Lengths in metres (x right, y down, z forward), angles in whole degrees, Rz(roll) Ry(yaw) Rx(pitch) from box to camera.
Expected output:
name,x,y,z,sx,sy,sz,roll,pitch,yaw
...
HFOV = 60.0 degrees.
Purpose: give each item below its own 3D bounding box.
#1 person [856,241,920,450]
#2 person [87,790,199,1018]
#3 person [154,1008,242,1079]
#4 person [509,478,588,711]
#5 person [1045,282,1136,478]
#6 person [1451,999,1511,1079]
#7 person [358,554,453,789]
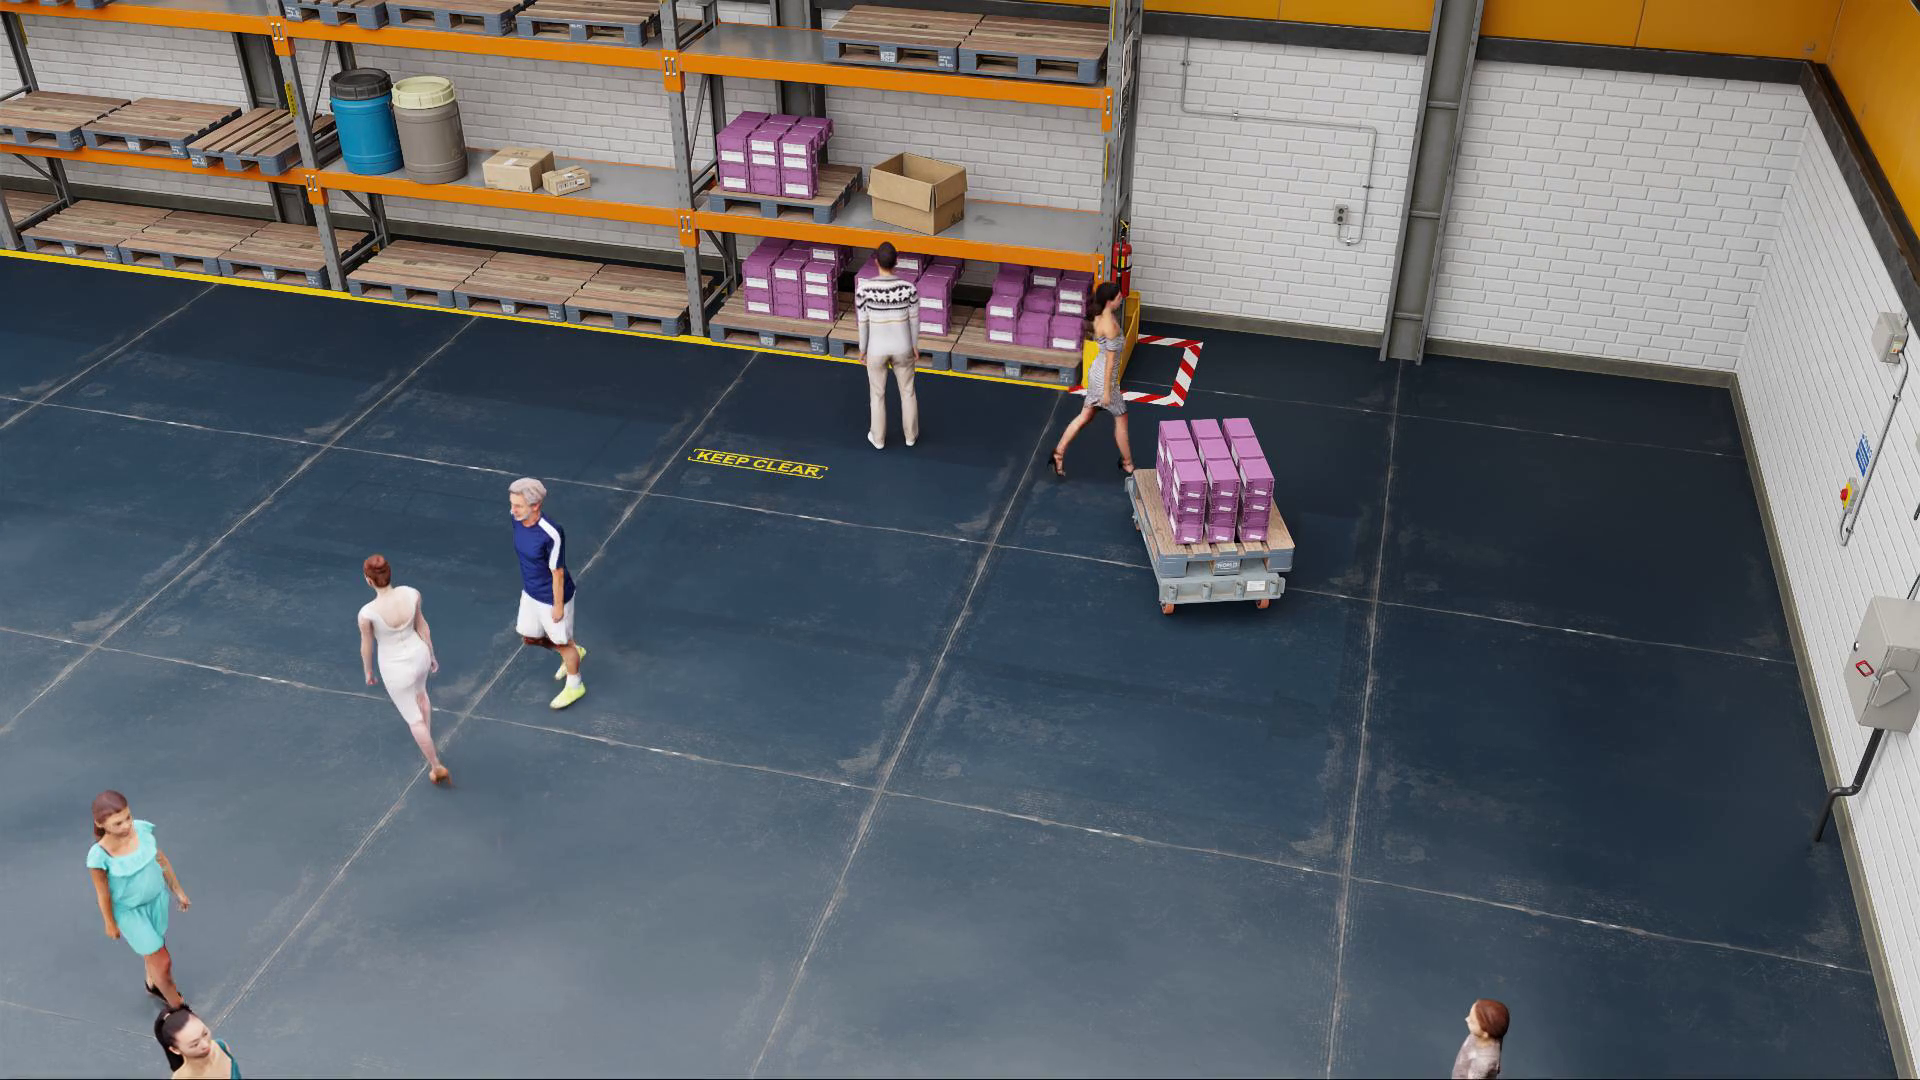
name,x,y,z,sx,sy,sz,roll,pitch,yaw
person,-0.599,-1.630,14.089,0.658,1.861,0.817,-4,34,-7
person,-4.485,1.944,9.003,0.810,1.539,0.648,16,37,22
person,-3.358,2.768,7.631,0.479,1.687,0.539,8,34,12
person,-2.707,0.312,11.203,0.762,1.822,0.821,22,39,29
person,1.077,-1.258,13.603,1.140,1.780,0.889,-5,34,-7
person,2.555,2.722,8.154,0.724,1.184,0.483,10,35,14
person,-3.424,0.872,10.401,0.752,1.778,0.822,-28,43,-35
